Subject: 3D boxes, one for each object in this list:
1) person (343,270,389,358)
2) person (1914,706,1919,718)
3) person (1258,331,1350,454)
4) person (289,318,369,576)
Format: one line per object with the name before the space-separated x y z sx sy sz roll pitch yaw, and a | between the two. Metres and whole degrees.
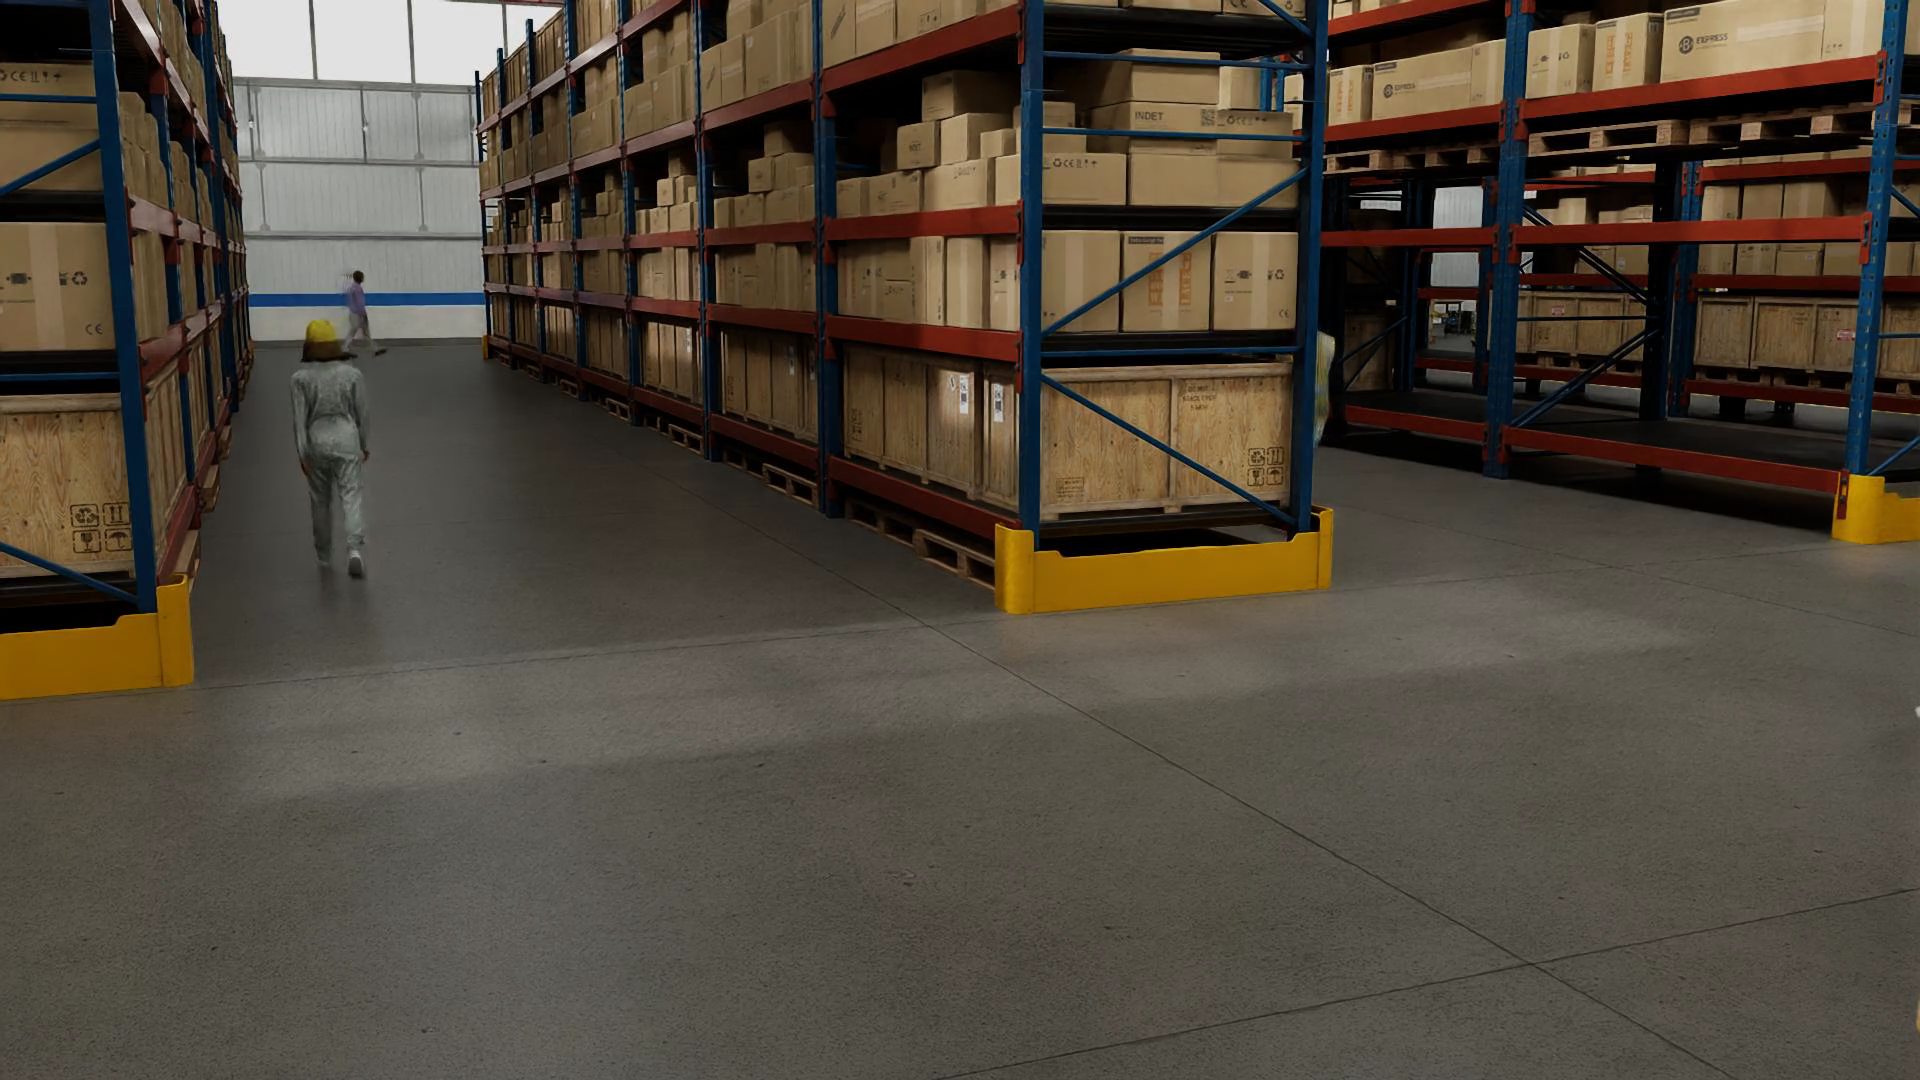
person | -12.963 -4.889 36.092 1.020 1.886 0.654 -4 10 -25
person | 4.613 -0.096 7.392 0.645 1.899 0.395 1 10 7
person | 2.622 -0.916 12.557 0.638 1.796 0.922 -3 10 -16
person | -4.185 -0.621 11.096 0.485 1.708 0.844 -4 10 -24
